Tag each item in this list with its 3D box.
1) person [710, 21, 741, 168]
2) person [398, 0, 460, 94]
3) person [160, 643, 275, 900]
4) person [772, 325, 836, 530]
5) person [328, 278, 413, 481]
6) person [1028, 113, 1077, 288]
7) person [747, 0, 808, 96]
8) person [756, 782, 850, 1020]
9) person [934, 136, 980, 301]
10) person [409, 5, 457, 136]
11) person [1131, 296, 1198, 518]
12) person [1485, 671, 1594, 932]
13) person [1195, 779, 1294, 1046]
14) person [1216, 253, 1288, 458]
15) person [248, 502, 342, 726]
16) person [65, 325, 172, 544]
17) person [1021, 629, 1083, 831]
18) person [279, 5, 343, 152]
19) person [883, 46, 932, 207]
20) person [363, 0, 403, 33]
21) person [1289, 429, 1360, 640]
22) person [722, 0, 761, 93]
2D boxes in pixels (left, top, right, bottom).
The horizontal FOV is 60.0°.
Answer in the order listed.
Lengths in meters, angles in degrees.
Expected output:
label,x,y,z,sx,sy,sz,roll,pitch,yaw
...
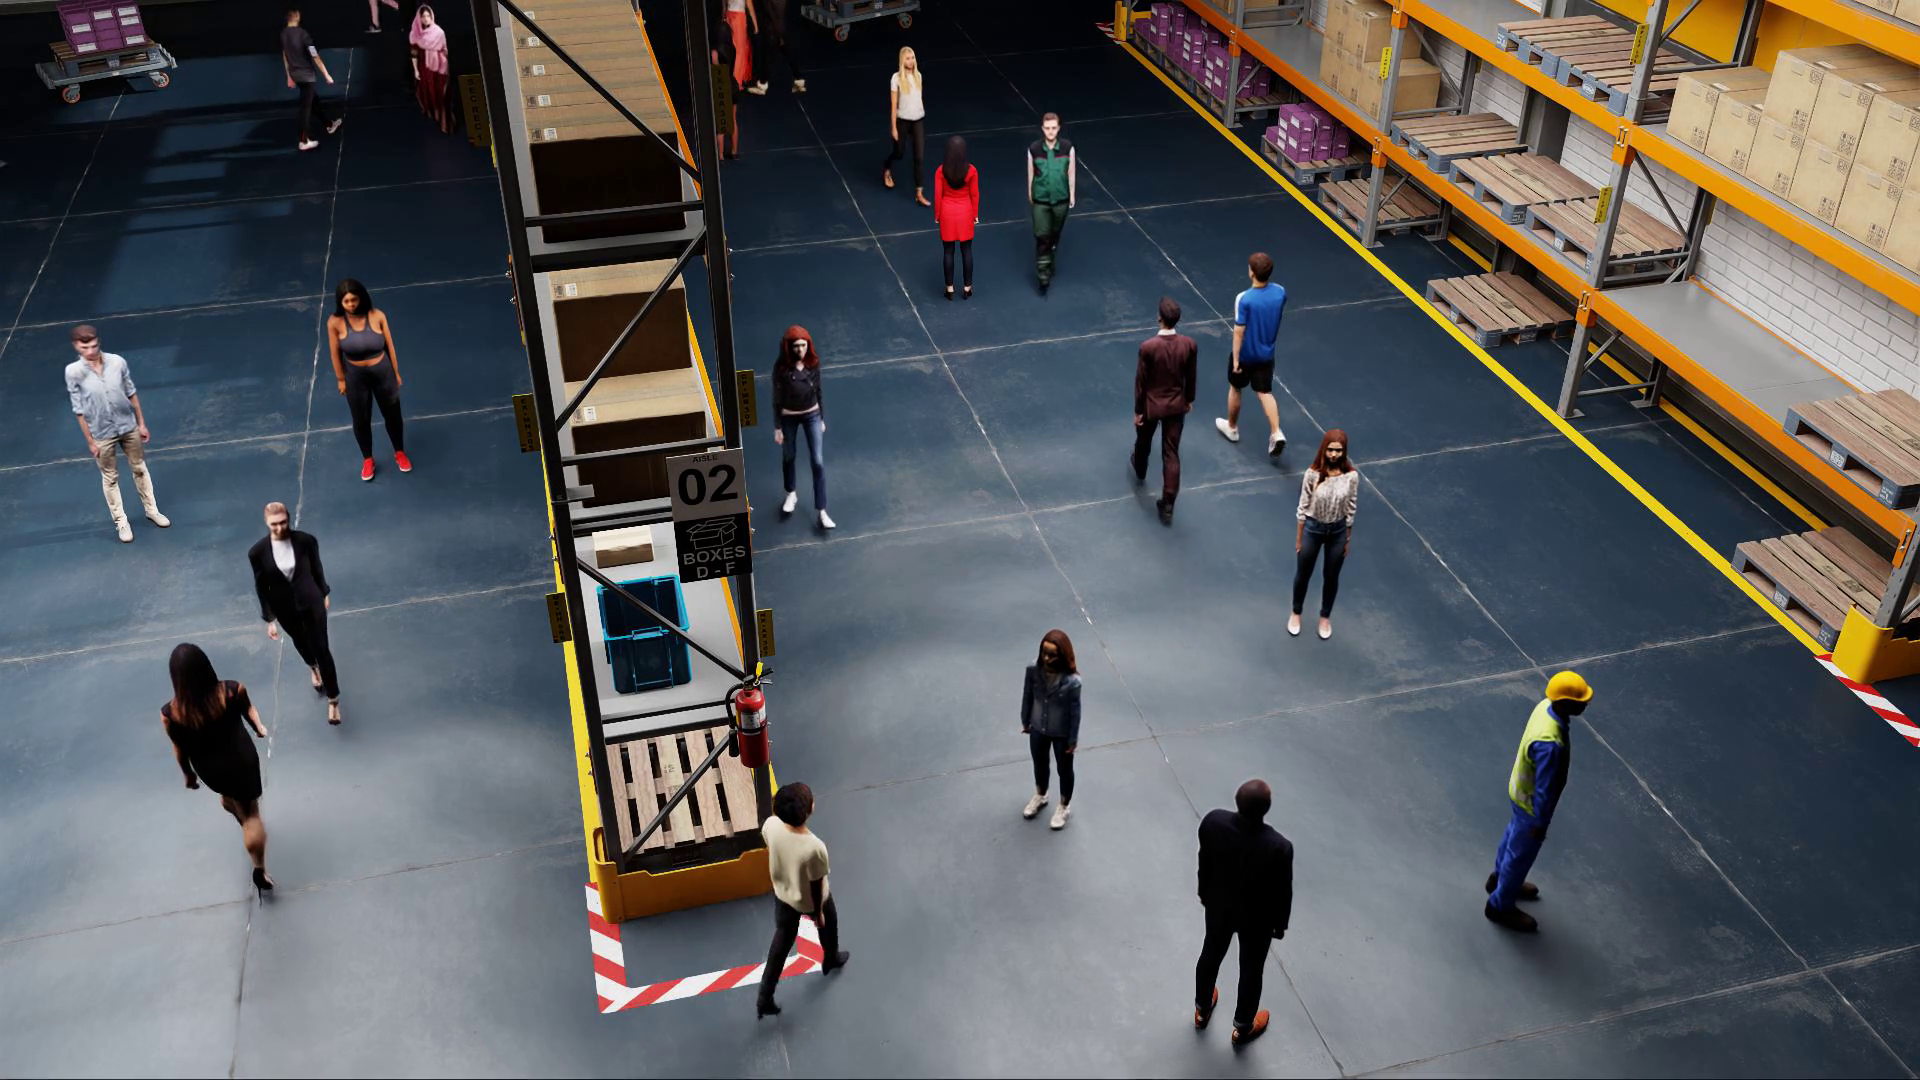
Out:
label,x,y,z,sx,sy,sz,roll,pitch,yaw
person,-2.820,-5.432,20.259,0.795,1.737,0.737,18,37,25
person,-7.437,-6.883,22.453,1.024,1.724,1.140,-27,42,-34
person,-4.398,1.422,10.014,0.716,1.660,1.090,-11,35,-17
person,-1.322,-0.967,13.516,0.644,1.764,0.960,-9,35,-13
person,-5.009,-1.390,14.106,0.708,1.815,0.658,-14,36,-20
person,0.957,-3.601,17.449,0.777,1.797,1.161,-3,34,-4
person,-2.589,-6.846,22.463,1.067,1.650,1.006,27,42,35
person,-0.931,2.011,9.223,0.997,1.557,1.029,20,39,27
person,-0.033,-3.296,17.034,0.666,1.748,0.662,-2,34,-3
person,-6.769,-6.032,21.267,0.675,1.619,0.920,-10,35,-15
person,1.682,-1.049,13.591,0.799,1.817,1.255,-5,34,-7
person,3.381,1.491,9.773,0.812,1.814,0.706,11,35,16
person,1.510,2.002,8.999,0.773,1.818,0.844,20,38,27
person,2.595,-1.578,14.367,0.703,1.839,1.141,-12,35,-17
person,-4.588,0.432,11.501,0.694,1.664,1.068,-12,36,-18
person,-6.788,-0.896,13.335,0.733,1.846,0.722,-26,42,-34
person,0.598,1.181,10.545,0.626,1.476,0.676,15,37,22
person,-8.220,-5.700,20.672,1.074,1.724,1.150,17,37,24
person,-0.660,-4.819,19.284,0.877,1.794,1.223,-21,39,-28
person,-8.663,-8.425,24.938,0.697,1.541,0.973,-14,36,-20
person,2.667,-0.059,12.181,0.631,1.729,0.624,3,34,5
person,-3.068,-6.895,22.422,0.987,1.778,1.016,22,39,29
